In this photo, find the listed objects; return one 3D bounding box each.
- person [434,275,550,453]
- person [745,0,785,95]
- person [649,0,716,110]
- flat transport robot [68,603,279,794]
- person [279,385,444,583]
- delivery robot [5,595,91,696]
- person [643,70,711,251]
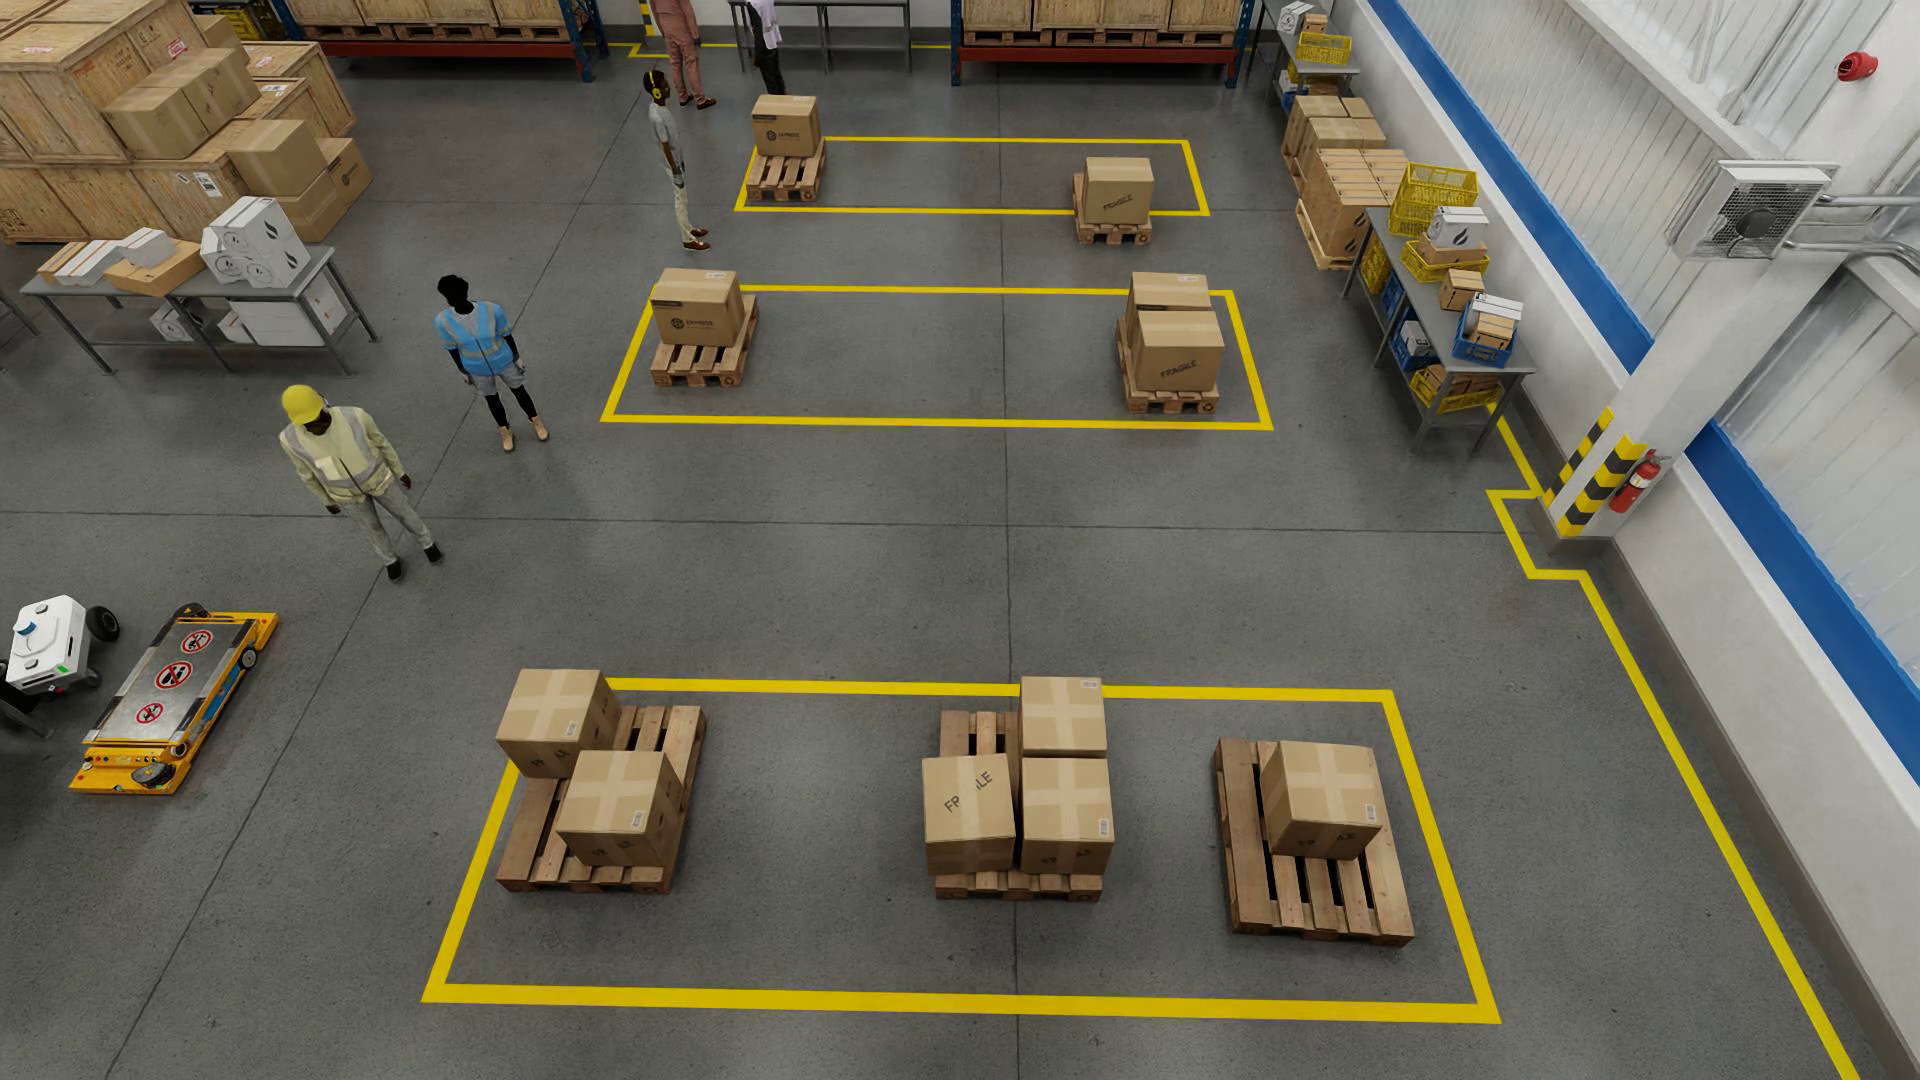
[{"bbox_3d":[-3.925,-1.471,7.666,0.535,1.697,0.318,-21,53,-17],"label":"person"},{"bbox_3d":[-2.455,-6.244,11.565,0.391,1.913,0.624,10,50,8],"label":"person"},{"bbox_3d":[-3.635,-6.606,11.875,0.643,1.908,0.410,20,53,16],"label":"person"},{"bbox_3d":[-5.504,1.072,6.442,0.652,0.197,1.431,1,50,1],"label":"flat transport robot"},{"bbox_3d":[-4.361,-0.410,6.680,0.600,1.829,0.404,-27,55,-21],"label":"person"},{"bbox_3d":[-6.448,0.741,6.479,0.477,0.478,0.707,-21,53,-17],"label":"delivery robot"},{"bbox_3d":[-2.995,-3.981,9.676,0.328,1.874,0.513,-11,51,-9],"label":"person"}]
